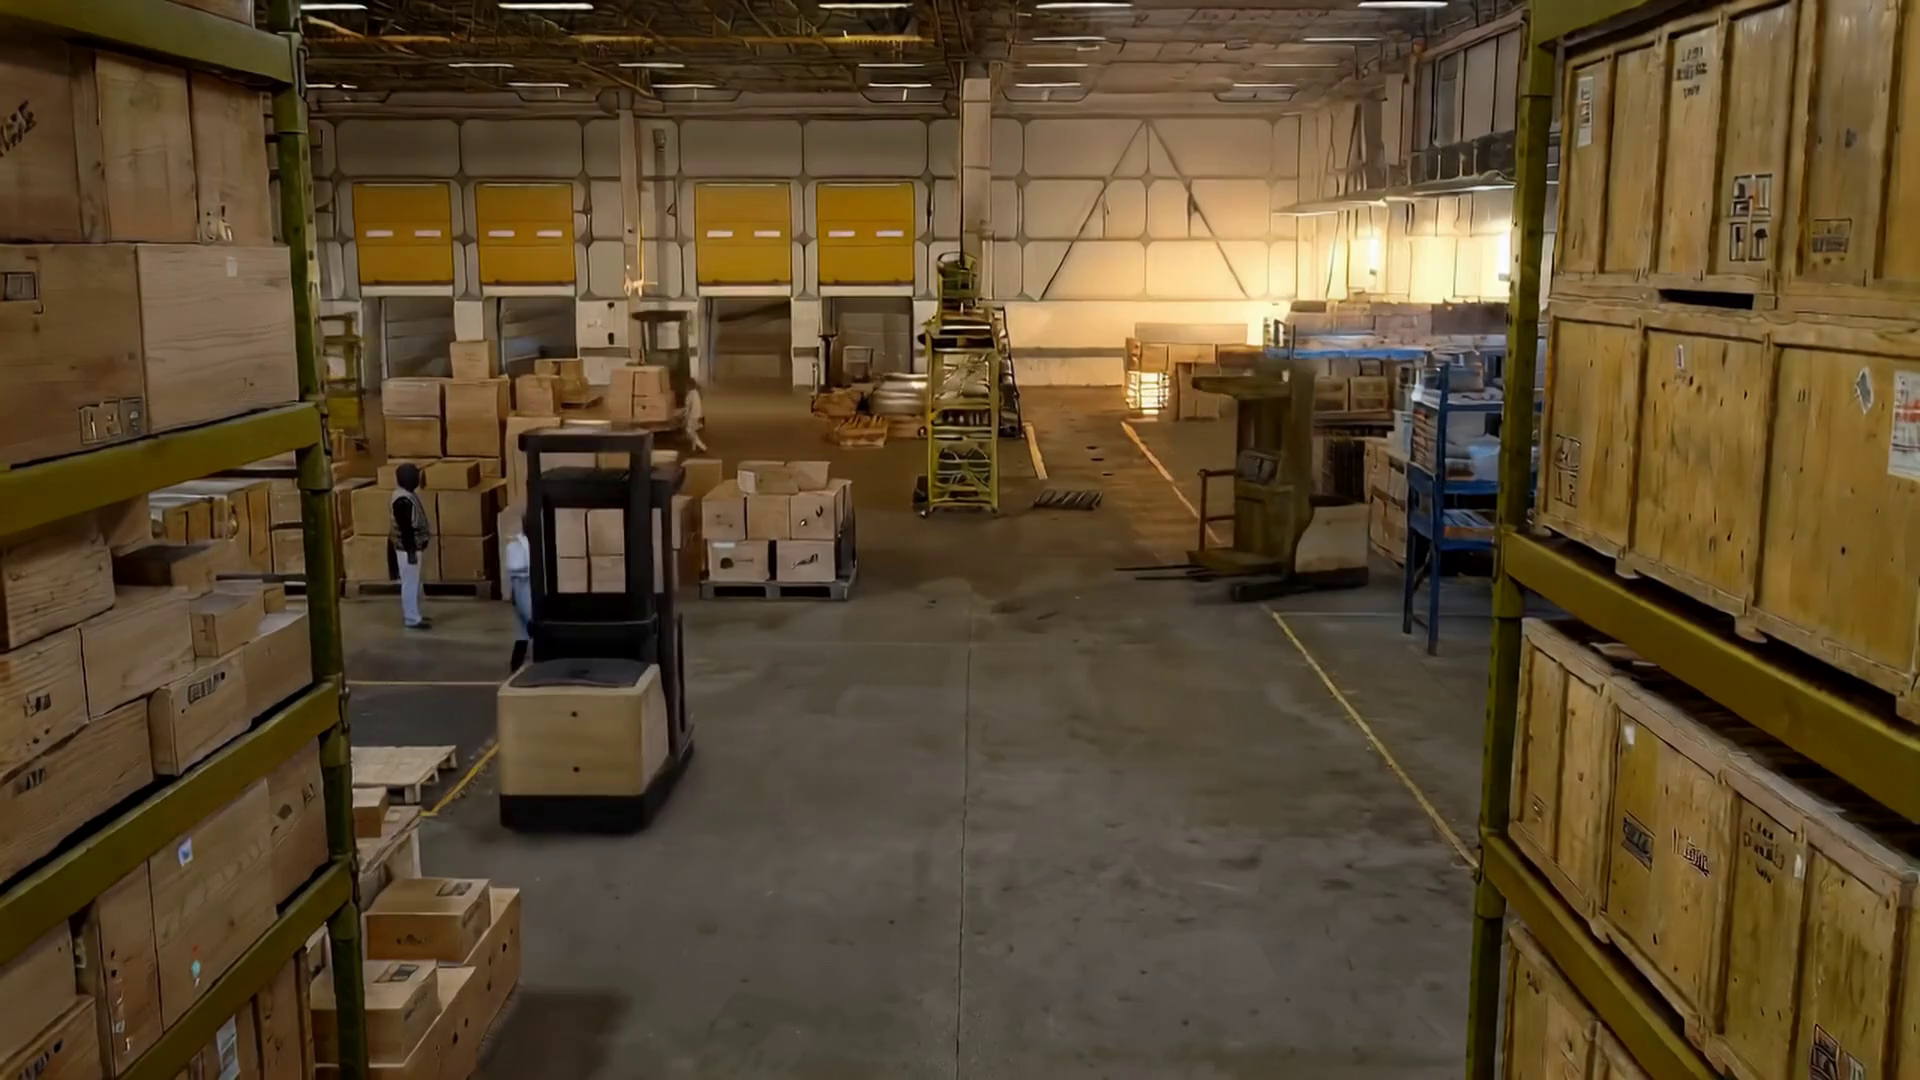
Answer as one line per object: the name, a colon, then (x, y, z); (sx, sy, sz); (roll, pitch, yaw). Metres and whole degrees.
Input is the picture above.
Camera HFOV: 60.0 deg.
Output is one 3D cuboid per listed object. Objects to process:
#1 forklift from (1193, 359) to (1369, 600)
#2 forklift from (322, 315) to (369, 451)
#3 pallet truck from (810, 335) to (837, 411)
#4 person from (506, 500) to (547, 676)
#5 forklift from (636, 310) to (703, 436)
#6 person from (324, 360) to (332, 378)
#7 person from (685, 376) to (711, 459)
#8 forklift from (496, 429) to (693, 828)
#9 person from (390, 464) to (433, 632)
forklift: (3.961, -0.790, 20.258); (1.873, 2.768, 1.129); (-3, 10, -19)
forklift: (-13.158, -3.321, 34.861); (1.129, 2.768, 1.873); (-5, 11, -25)
pallet truck: (-3.021, -4.312, 43.126); (1.885, 1.965, 0.823); (3, 10, 17)
person: (-3.828, 0.575, 15.192); (0.815, 1.907, 0.555); (4, 11, 23)
forklift: (-6.631, -3.862, 37.981); (1.129, 2.768, 1.873); (1, 10, 5)
person: (-15.018, -3.574, 39.063); (0.547, 1.929, 0.385); (-4, 10, -20)
person: (-5.238, -2.413, 33.070); (0.500, 1.677, 0.544); (1, 10, 7)
forklift: (-2.749, 0.560, 12.472); (1.129, 2.768, 1.873); (0, 10, 1)
person: (-6.002, 0.083, 18.210); (0.429, 1.846, 0.625); (-3, 10, -17)
